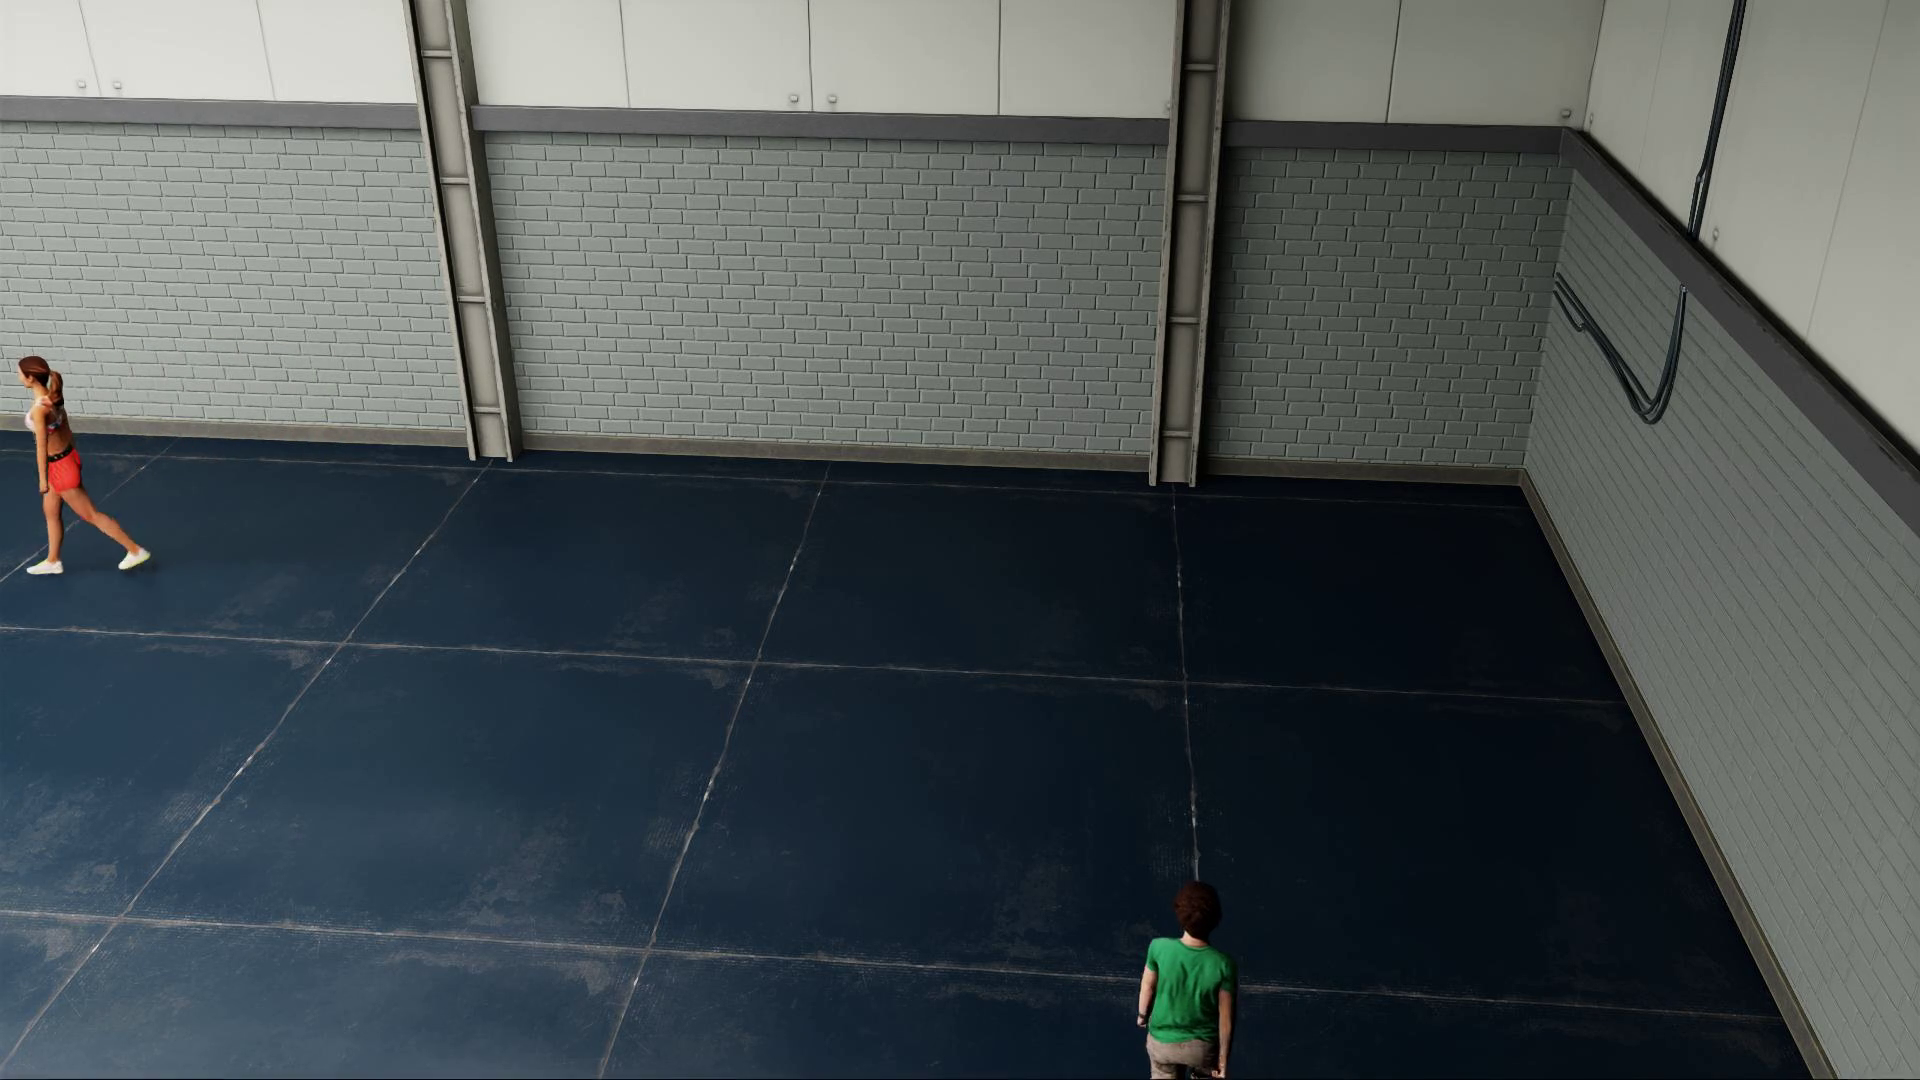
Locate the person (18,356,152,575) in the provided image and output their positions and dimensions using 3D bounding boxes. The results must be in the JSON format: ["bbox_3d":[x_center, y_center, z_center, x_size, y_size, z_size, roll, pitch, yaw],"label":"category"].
[{"bbox_3d":[-6.615,-0.511,12.439,1.201,1.750,0.792,-4,28,-8],"label":"person"}]

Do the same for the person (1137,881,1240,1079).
[{"bbox_3d":[0.972,2.231,7.233,0.577,1.641,0.663,5,28,10],"label":"person"}]
